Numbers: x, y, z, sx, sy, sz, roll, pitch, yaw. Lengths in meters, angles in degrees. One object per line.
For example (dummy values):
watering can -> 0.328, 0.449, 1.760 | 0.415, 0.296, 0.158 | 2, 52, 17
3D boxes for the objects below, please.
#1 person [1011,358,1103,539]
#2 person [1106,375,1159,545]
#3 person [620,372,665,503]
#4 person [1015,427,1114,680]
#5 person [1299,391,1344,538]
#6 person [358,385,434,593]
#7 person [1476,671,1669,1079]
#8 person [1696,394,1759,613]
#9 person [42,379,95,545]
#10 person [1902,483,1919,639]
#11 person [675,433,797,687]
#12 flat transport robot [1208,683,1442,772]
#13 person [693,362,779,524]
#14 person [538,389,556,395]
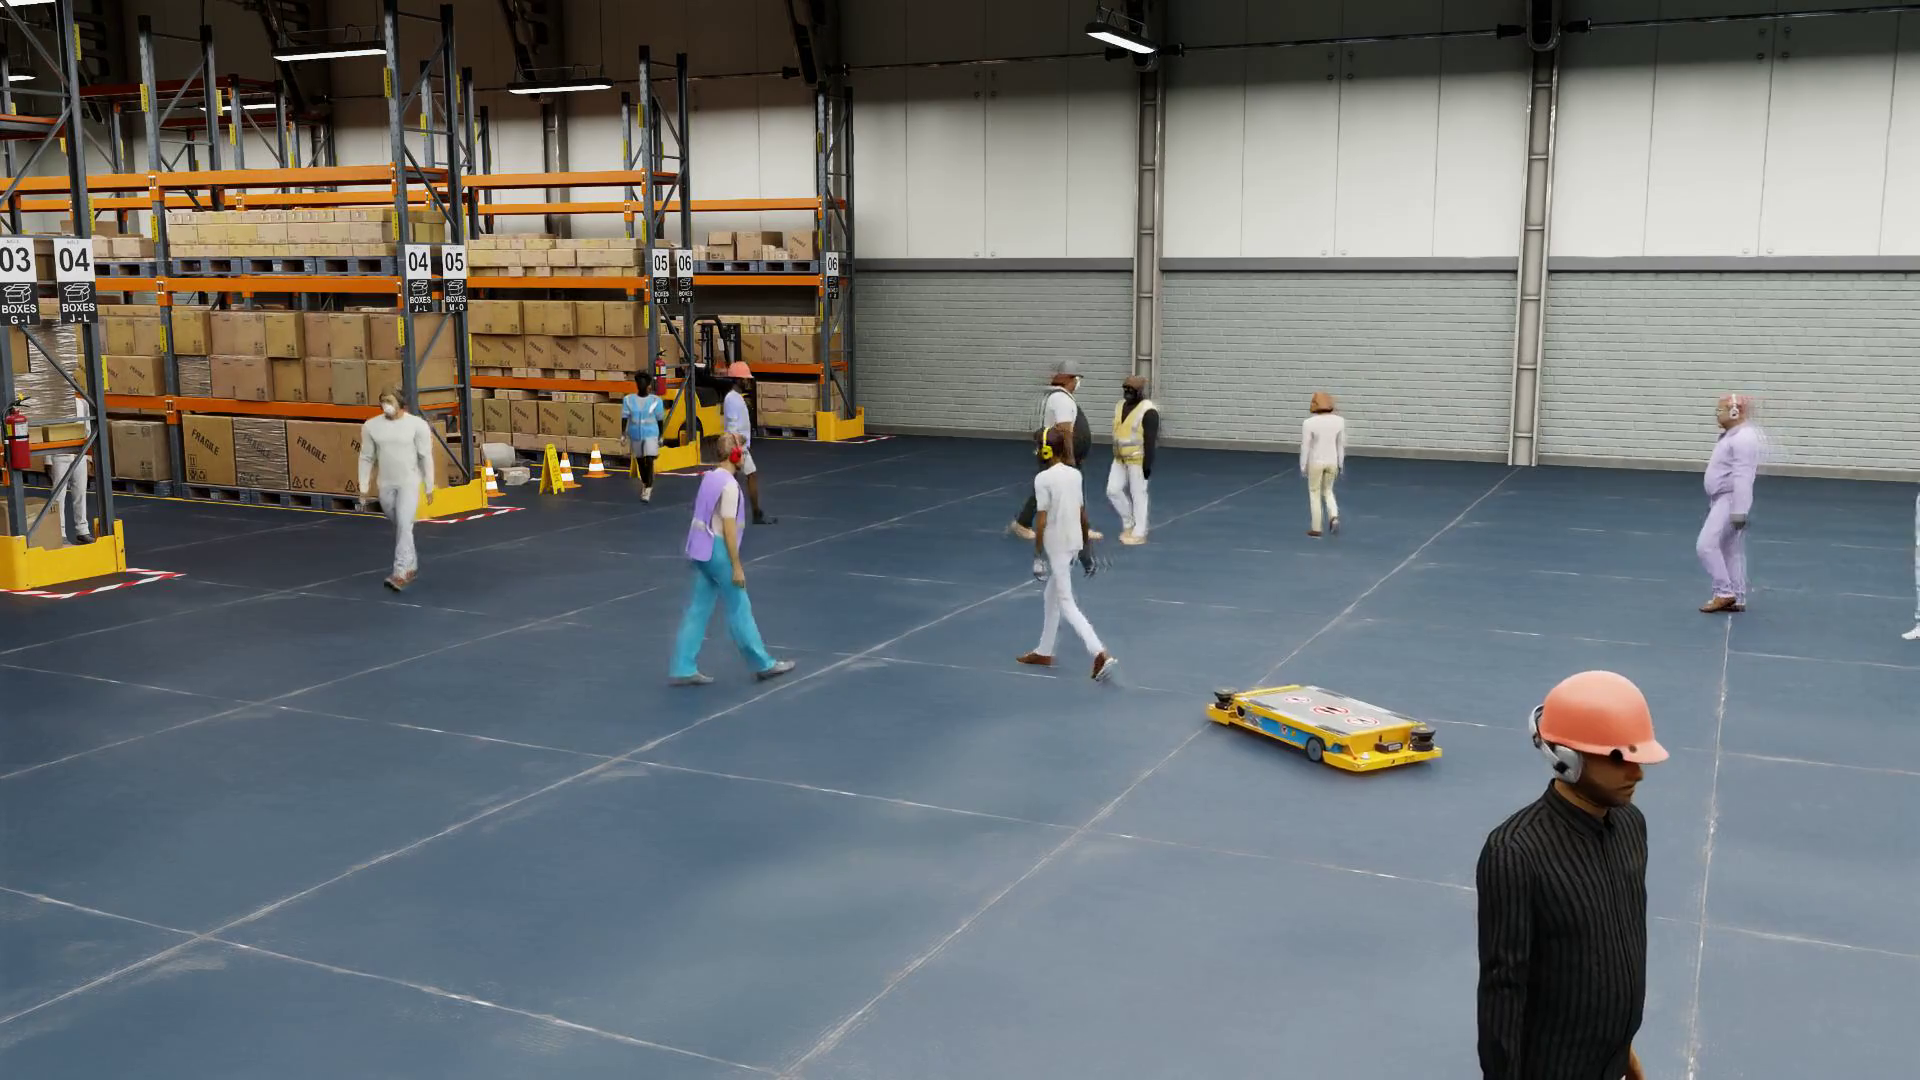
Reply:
person -> 1.034, -1.004, 18.065 | 0.974, 2.000, 0.686 | 1, 9, 5
person -> 1.837, -0.840, 17.721 | 0.450, 1.825, 0.646 | -6, 11, -34
person -> -4.042, -1.319, 21.205 | 0.532, 1.651, 0.889 | 1, 9, 5
person -> 0.794, 0.090, 12.077 | 0.918, 1.820, 0.582 | 8, 12, 39
person -> 3.964, -0.823, 18.223 | 0.526, 1.618, 0.374 | -2, 10, -14
person -> -5.195, -0.475, 15.288 | 0.645, 1.879, 1.042 | 1, 9, 4
person -> 1.507, 1.293, 4.127 | 0.622, 1.992, 0.388 | -7, 12, -38
person -> 6.519, -0.304, 14.233 | 0.501, 1.888, 0.679 | 3, 10, 17
person -> -9.456, -0.858, 17.657 | 0.354, 1.883, 0.573 | 6, 11, 31
person -> 7.835, -0.056, 13.199 | 0.539, 1.724, 0.505 | -2, 10, -15
person -> -1.627, 0.145, 11.776 | 0.917, 1.788, 0.581 | -4, 10, -26
flat transport robot -> 2.243, 1.136, 10.361 | 0.652, 0.197, 1.431 | -5, 11, -28
person -> -2.619, -1.107, 19.140 | 0.948, 1.902, 0.558 | -1, 9, -7
person -> -6.865, -2.483, 27.358 | 0.361, 1.964, 0.614 | 6, 11, 31
